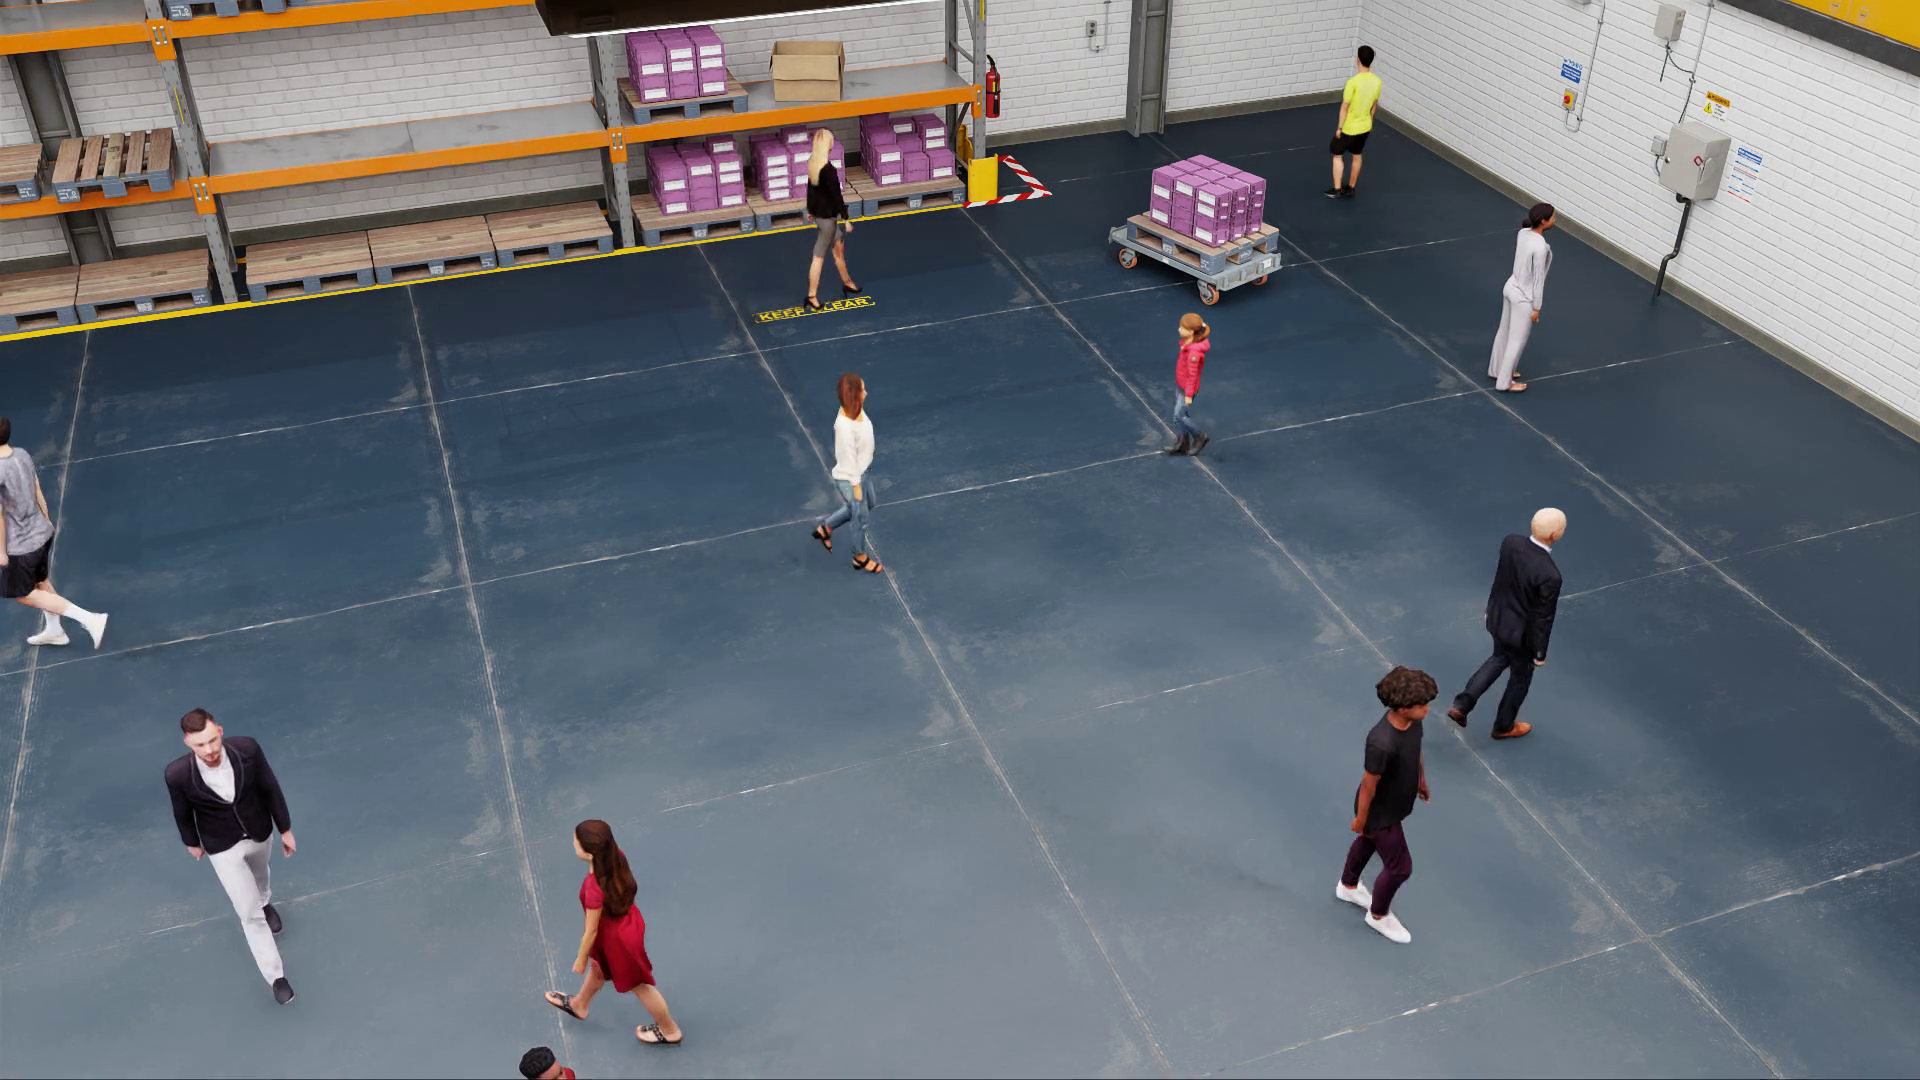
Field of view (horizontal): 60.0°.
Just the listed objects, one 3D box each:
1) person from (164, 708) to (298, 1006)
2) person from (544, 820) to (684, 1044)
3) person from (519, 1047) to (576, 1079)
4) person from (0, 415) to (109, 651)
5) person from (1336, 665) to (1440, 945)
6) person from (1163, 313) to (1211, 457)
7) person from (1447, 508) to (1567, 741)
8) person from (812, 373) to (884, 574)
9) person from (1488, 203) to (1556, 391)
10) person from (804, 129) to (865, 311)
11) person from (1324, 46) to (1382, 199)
[{"bbox_3d":[-3.949,1.576,9.074,1.226,1.789,0.998,-24,41,-32],"label":"person"},{"bbox_3d":[-1.699,2.066,8.586,1.083,1.513,0.873,5,34,8],"label":"person"},{"bbox_3d":[-1.855,2.802,7.711,0.633,1.256,0.588,10,35,15],"label":"person"},{"bbox_3d":[-6.319,-0.003,11.394,1.051,1.850,0.908,3,34,4],"label":"person"},{"bbox_3d":[2.322,1.419,9.333,0.889,1.765,0.832,17,37,24],"label":"person"},{"bbox_3d":[1.948,-1.267,13.785,0.682,1.310,0.618,-1,34,-2],"label":"person"},{"bbox_3d":[3.481,0.572,10.588,0.880,1.786,0.737,-14,36,-20],"label":"person"},{"bbox_3d":[-0.861,-0.483,12.281,0.901,1.669,0.805,4,34,6],"label":"person"},{"bbox_3d":[4.990,-2.174,14.767,0.616,1.733,0.662,-4,34,-6],"label":"person"},{"bbox_3d":[-1.382,-3.017,15.959,0.973,1.816,0.755,-19,38,-26],"label":"person"},{"bbox_3d":[4.421,-4.603,18.449,0.506,1.701,0.723,-13,36,-19],"label":"person"}]
